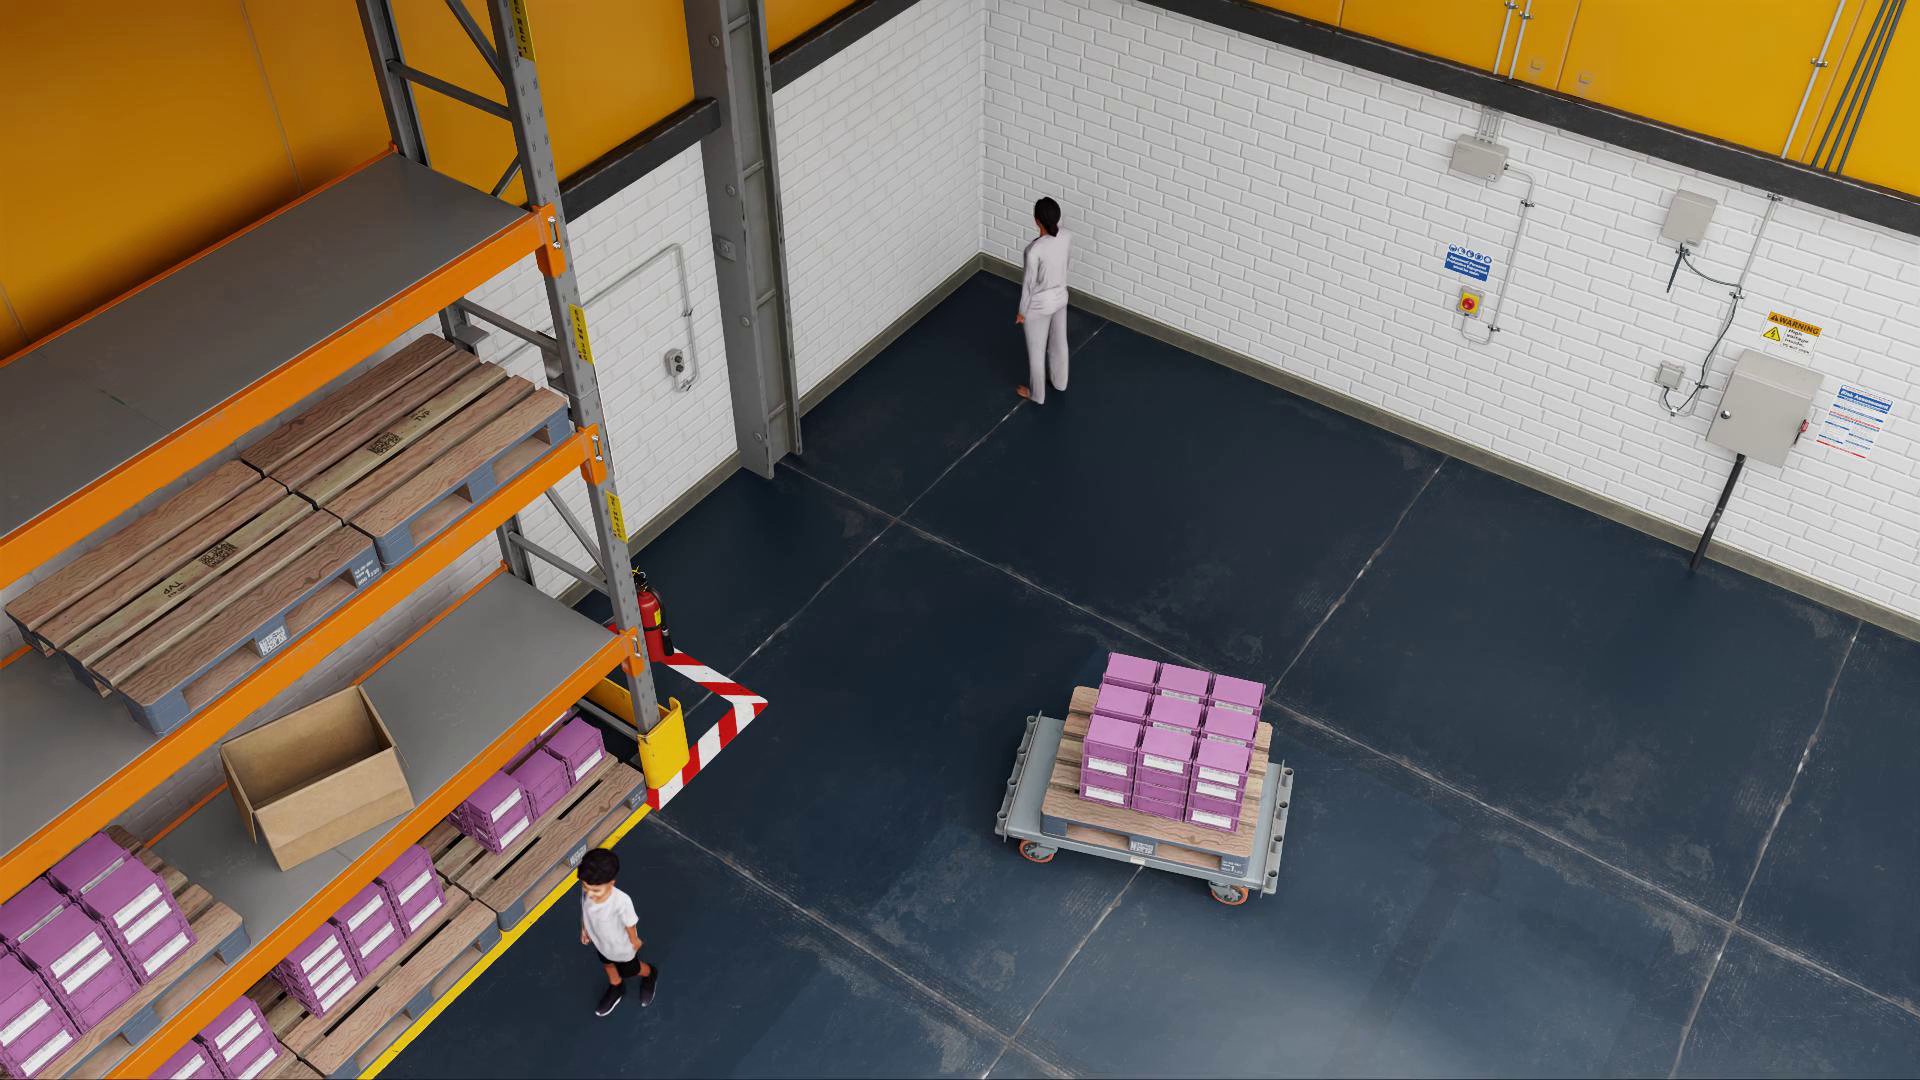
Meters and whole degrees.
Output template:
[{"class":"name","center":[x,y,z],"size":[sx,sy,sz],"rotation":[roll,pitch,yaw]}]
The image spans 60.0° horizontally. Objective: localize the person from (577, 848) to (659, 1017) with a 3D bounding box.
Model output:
[{"class":"person","center":[-1.831,2.044,8.859],"size":[0.506,1.255,0.599],"rotation":[23,48,22]}]

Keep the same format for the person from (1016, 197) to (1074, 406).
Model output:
[{"class":"person","center":[0.648,-1.806,12.552],"size":[0.541,1.736,0.743],"rotation":[-33,53,-30]}]
